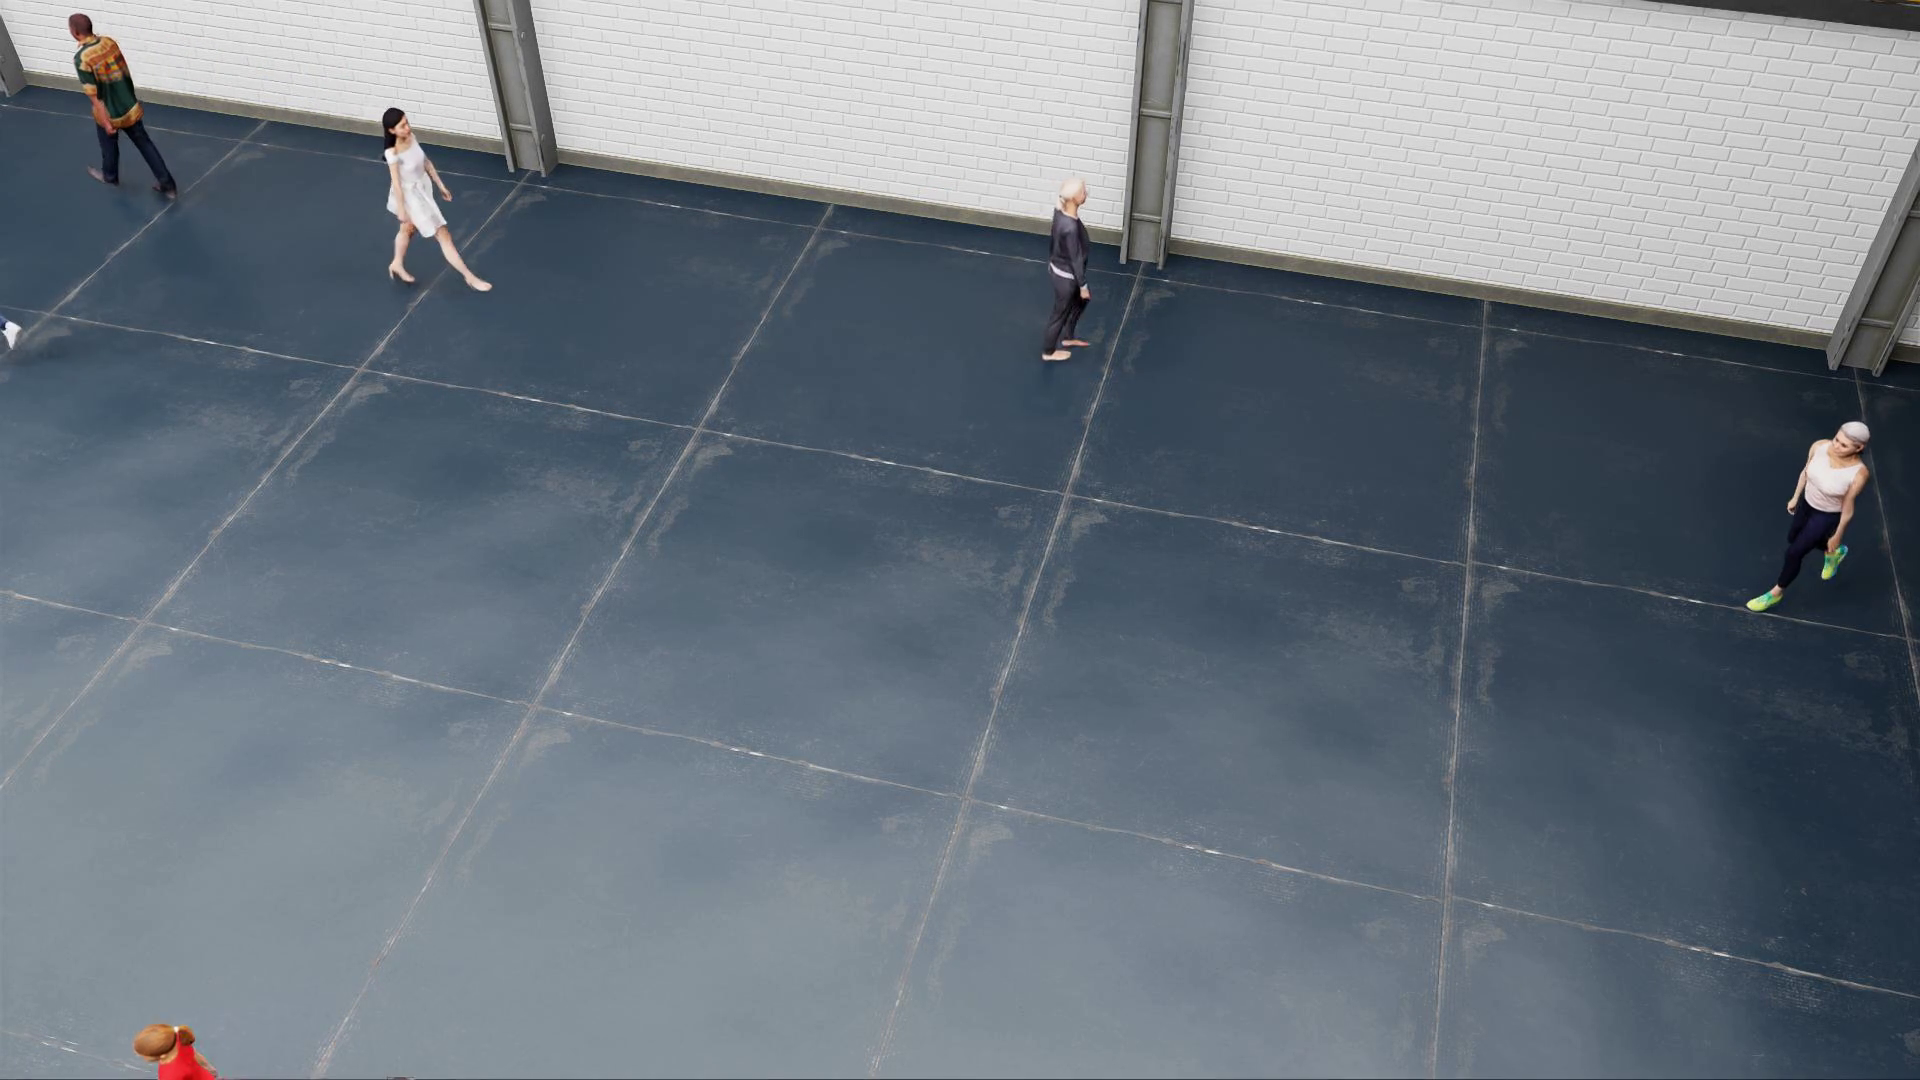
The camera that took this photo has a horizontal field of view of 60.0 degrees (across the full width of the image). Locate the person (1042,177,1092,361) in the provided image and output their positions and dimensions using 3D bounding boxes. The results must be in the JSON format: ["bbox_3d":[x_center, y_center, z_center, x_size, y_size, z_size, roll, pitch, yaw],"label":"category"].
[{"bbox_3d":[0.779,-2.146,13.338,0.783,1.710,0.744,-5,44,-6],"label":"person"}]

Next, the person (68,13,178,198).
[{"bbox_3d":[-7.599,-3.896,15.139,1.163,1.760,0.773,15,46,15],"label":"person"}]

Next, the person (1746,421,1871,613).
[{"bbox_3d":[5.913,-0.193,11.317,1.113,1.670,0.978,-16,46,-16],"label":"person"}]

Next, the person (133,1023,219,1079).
[{"bbox_3d":[-3.794,2.808,8.450,0.955,1.279,0.784,-12,45,-12],"label":"person"}]

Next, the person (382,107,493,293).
[{"bbox_3d":[-4.669,-2.845,14.067,1.204,1.716,0.683,7,44,7],"label":"person"}]
